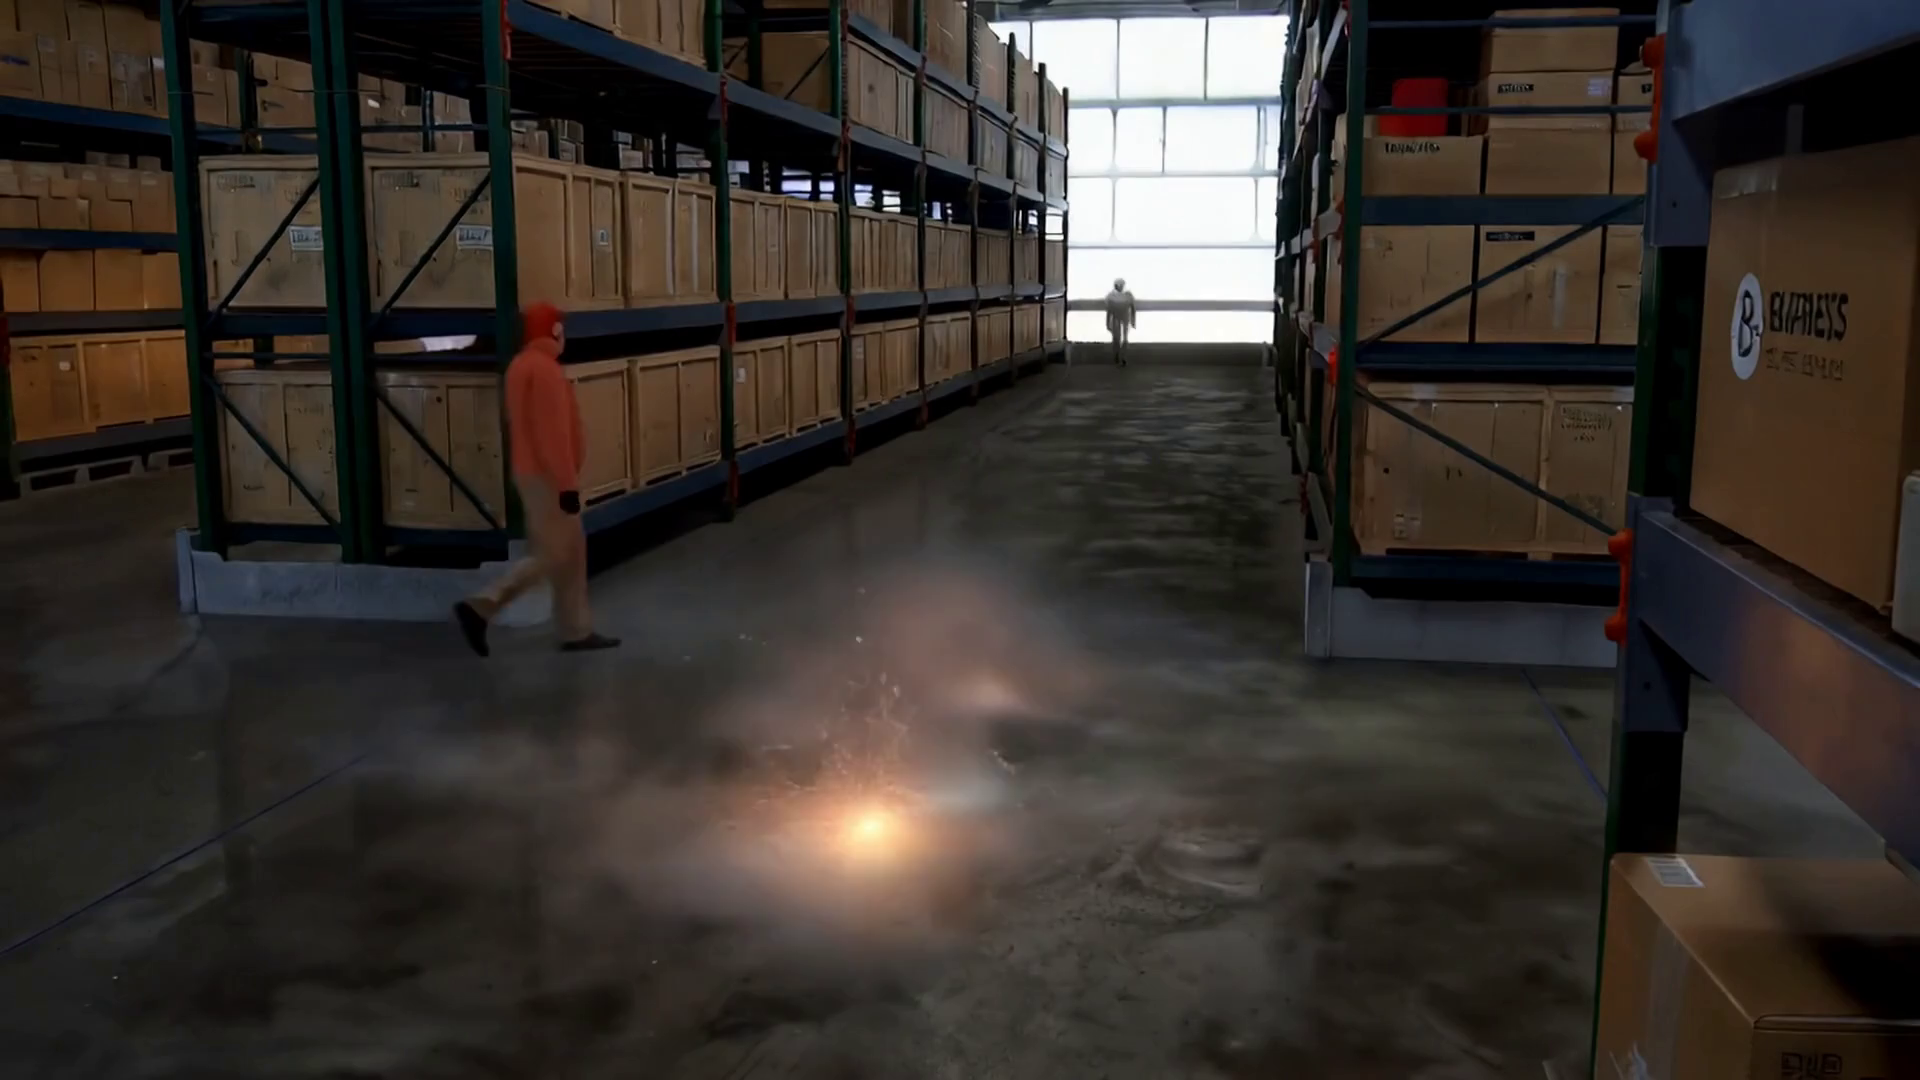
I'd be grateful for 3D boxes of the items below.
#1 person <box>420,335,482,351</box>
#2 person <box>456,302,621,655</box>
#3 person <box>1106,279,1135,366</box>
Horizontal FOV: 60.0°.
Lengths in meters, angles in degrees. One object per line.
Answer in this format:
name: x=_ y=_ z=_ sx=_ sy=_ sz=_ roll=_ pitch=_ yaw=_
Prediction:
person: x=-4.546 y=-1.303 z=14.982 sx=0.570 sy=1.840 sz=0.373 roll=-1 pitch=9 yaw=-8
person: x=-2.239 y=-0.308 z=8.733 sx=0.774 sy=1.867 sz=0.668 roll=-3 pitch=10 yaw=-21
person: x=3.481 y=-4.726 z=36.121 sx=0.638 sy=1.878 sz=1.053 roll=1 pitch=9 yaw=4
